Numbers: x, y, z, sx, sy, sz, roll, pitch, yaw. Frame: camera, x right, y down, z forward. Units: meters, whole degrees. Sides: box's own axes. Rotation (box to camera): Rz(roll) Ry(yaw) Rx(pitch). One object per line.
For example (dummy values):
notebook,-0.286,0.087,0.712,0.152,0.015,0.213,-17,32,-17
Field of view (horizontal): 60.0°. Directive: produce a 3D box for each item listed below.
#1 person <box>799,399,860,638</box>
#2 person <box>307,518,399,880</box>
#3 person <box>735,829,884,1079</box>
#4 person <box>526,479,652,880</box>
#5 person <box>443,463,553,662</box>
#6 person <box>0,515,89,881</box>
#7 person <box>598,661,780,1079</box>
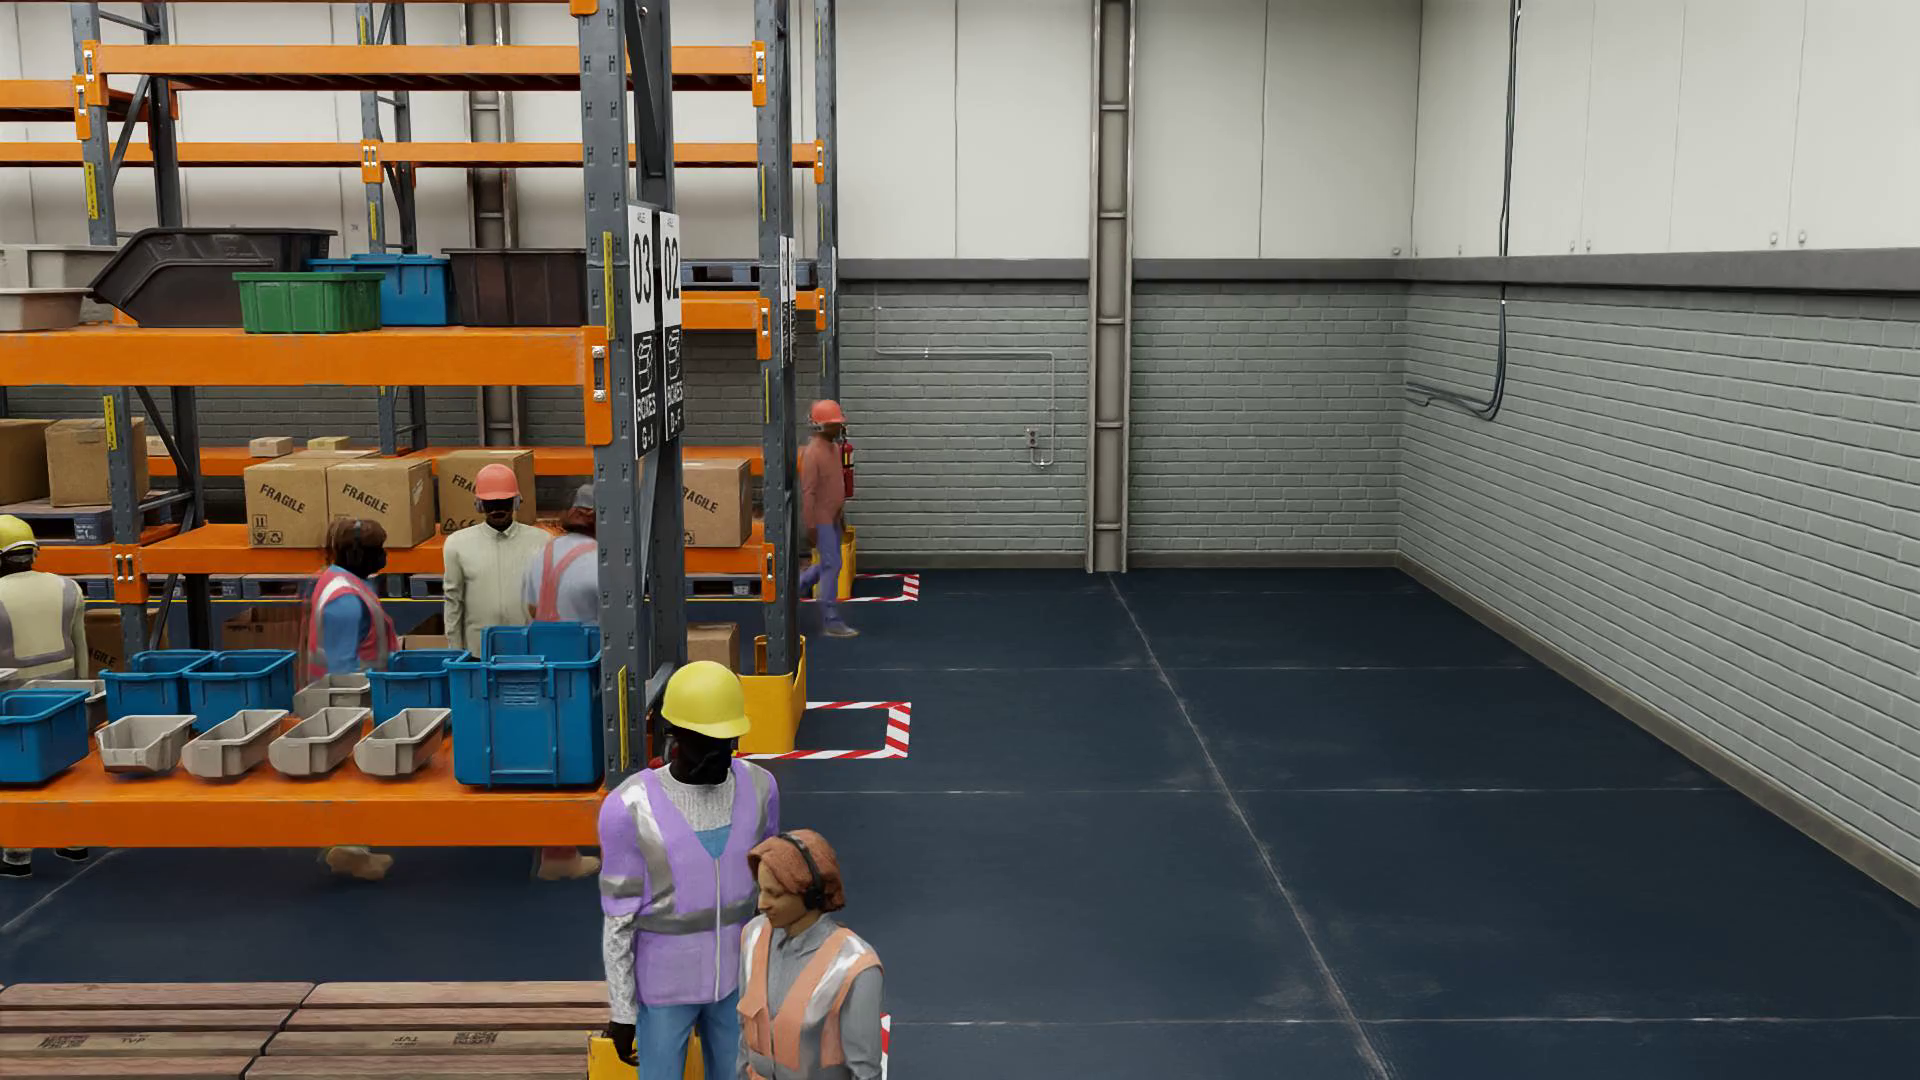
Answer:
person,-1.195,-0.183,13.737,0.701,1.975,0.621,2,10,14
person,-2.975,0.792,8.232,0.460,1.823,0.646,-4,10,-25
person,-0.386,1.531,4.297,0.523,1.631,0.315,8,12,42
person,-1.838,0.642,8.486,0.979,2.000,0.781,-9,13,-44
person,-2.483,0.572,9.057,0.612,1.995,0.393,-3,10,-20
person,-4.662,0.781,8.313,0.403,1.823,0.598,6,11,34
person,-0.762,1.288,4.917,0.593,1.917,0.397,-7,11,-36
